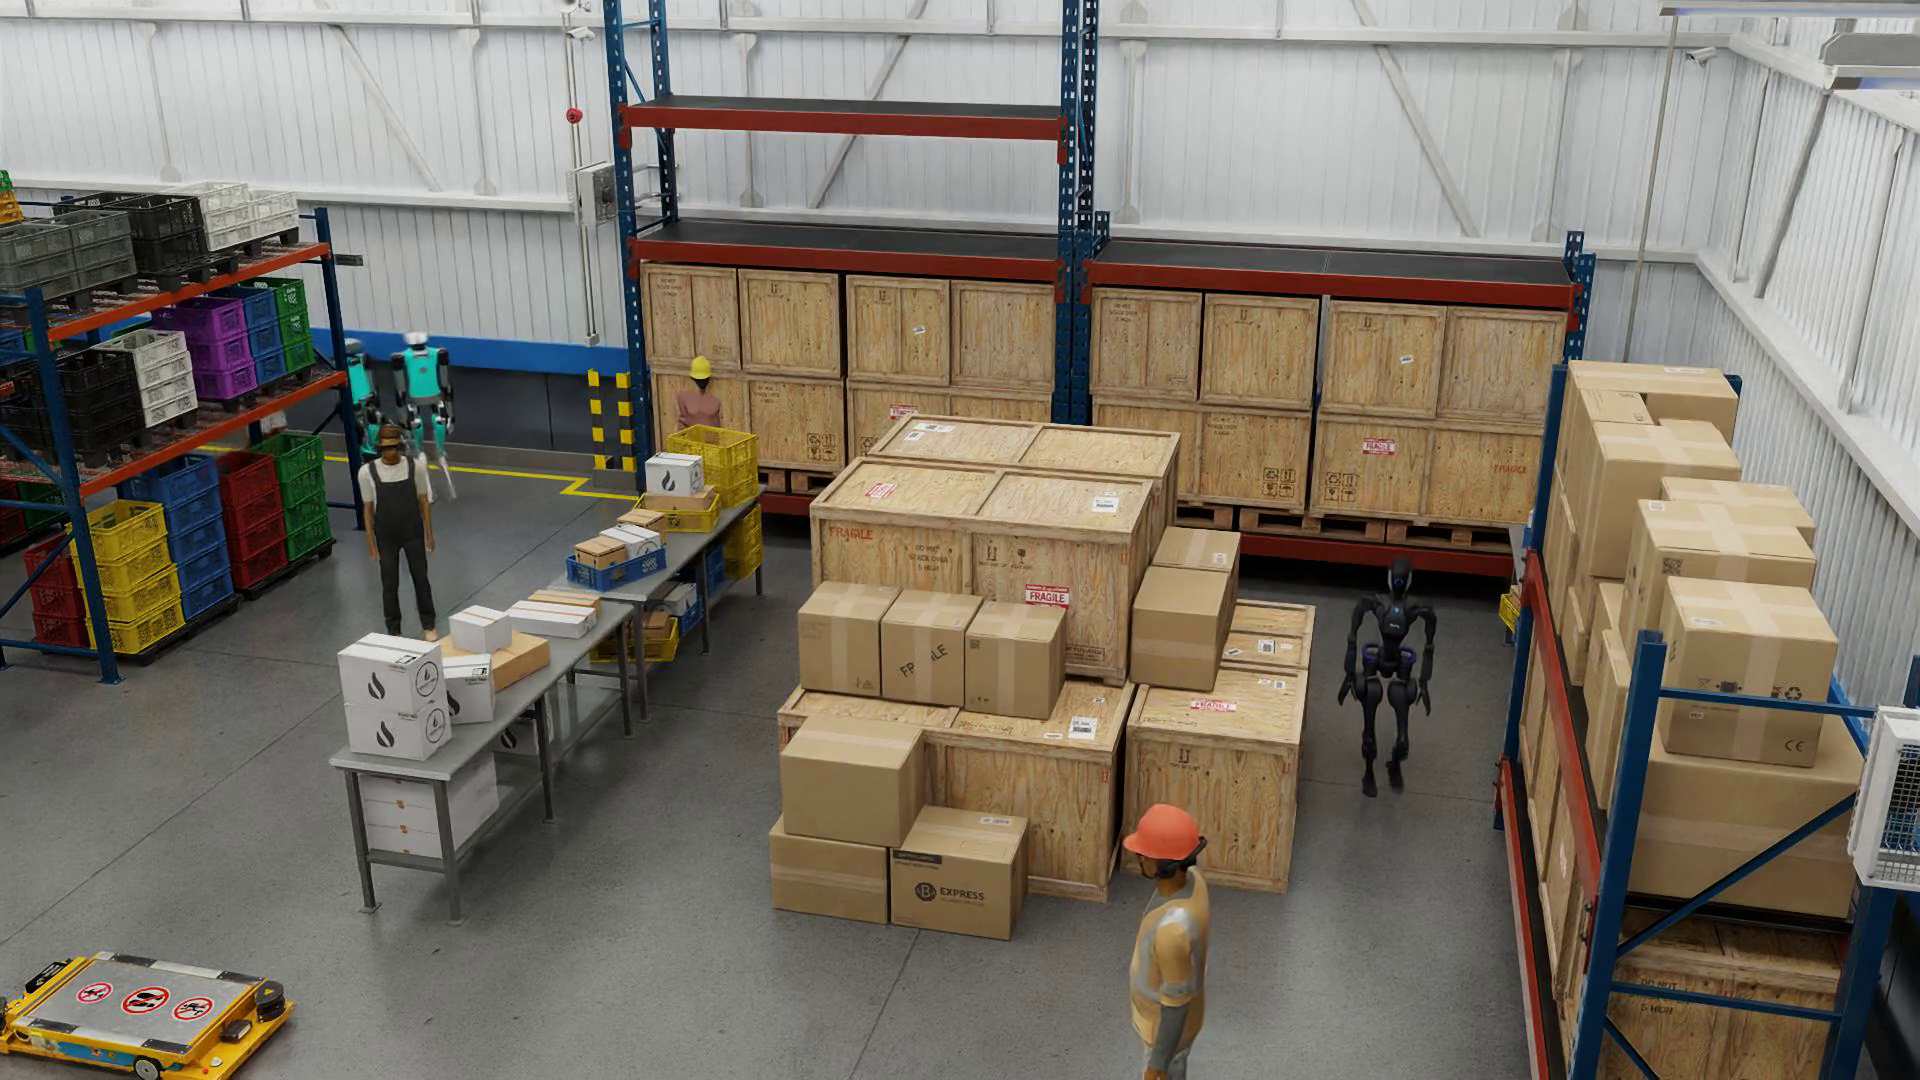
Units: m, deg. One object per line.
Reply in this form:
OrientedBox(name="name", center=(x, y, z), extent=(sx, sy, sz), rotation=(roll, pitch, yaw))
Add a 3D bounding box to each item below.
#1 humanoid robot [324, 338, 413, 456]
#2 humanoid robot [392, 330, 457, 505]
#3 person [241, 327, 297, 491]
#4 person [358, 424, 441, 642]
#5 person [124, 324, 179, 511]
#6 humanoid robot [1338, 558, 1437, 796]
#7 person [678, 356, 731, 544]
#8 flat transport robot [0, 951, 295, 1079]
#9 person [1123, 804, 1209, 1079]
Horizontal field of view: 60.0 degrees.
OrientedBox(name="humanoid robot", center=(-5.403, -0.953, 15.605), extent=(0.860, 1.851, 0.541), rotation=(8, 22, 19))
OrientedBox(name="humanoid robot", center=(-5.180, -1.177, 16.126), extent=(0.531, 1.833, 0.666), rotation=(-9, 23, -22))
OrientedBox(name="person", center=(-6.937, -1.402, 16.414), extent=(0.649, 1.911, 0.579), rotation=(6, 22, 16))
OrientedBox(name="person", center=(-4.348, -0.025, 12.925), extent=(0.500, 1.837, 0.341), rotation=(-10, 23, -25))
OrientedBox(name="person", center=(-7.306, -0.953, 15.056), extent=(0.391, 2.044, 0.607), rotation=(5, 22, 13))
OrientedBox(name="humanoid robot", center=(2.752, 0.893, 10.731), extent=(0.589, 1.646, 0.344), rotation=(4, 21, 11))
OrientedBox(name="person", center=(-2.303, -0.823, 15.114), extent=(0.522, 1.761, 0.336), rotation=(3, 21, 9))
OrientedBox(name="flat transport robot", center=(-4.270, 2.464, 8.601), extent=(1.431, 0.231, 0.659), rotation=(5, 22, 13))
OrientedBox(name="person", center=(0.861, 2.058, 7.180), extent=(0.380, 2.041, 0.614), rotation=(4, 21, 11))
